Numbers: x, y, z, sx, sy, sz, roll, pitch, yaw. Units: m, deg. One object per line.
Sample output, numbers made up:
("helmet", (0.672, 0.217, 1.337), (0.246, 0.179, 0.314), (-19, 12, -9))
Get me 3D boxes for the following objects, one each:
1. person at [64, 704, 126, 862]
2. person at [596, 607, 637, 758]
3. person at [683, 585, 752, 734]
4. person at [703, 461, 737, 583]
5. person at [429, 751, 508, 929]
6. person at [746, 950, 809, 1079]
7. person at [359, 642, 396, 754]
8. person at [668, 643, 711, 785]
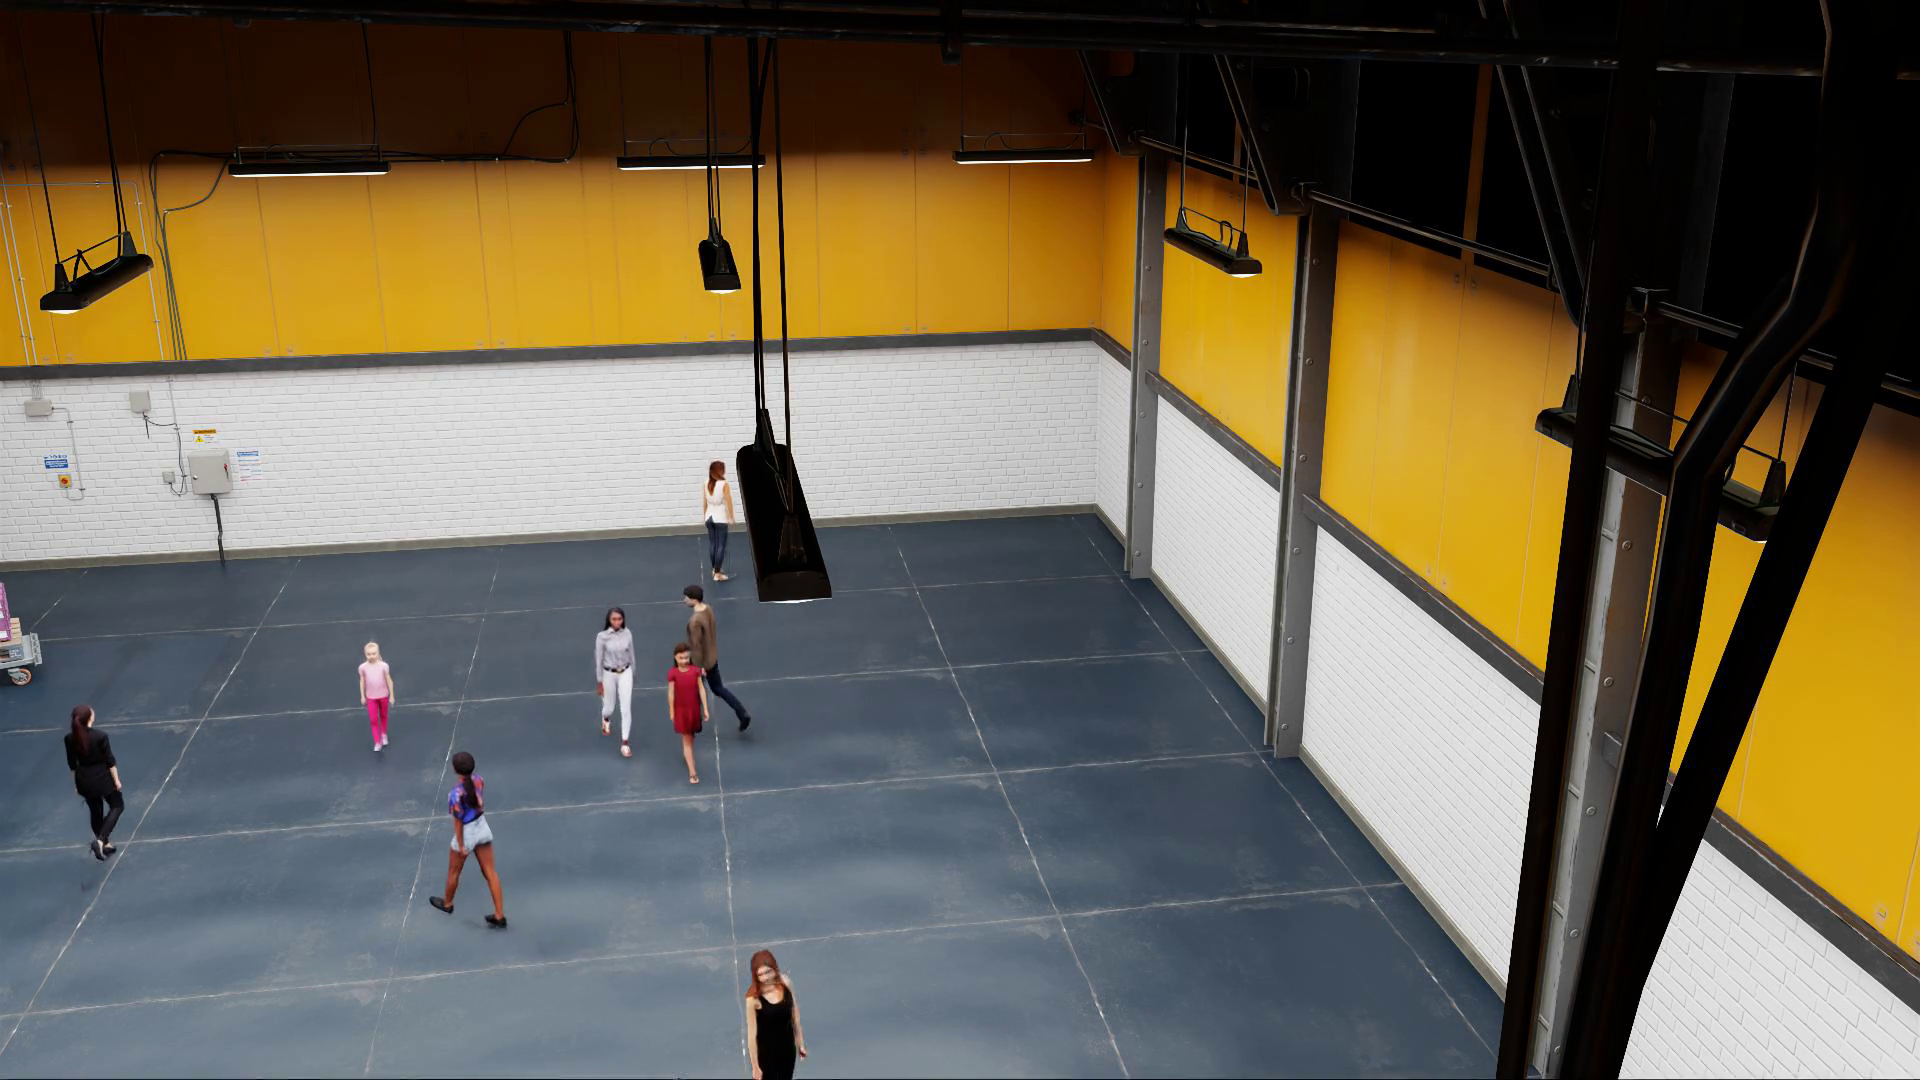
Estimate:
("person", (-8.439, 2.411, 16.178), (0.711, 1.648, 0.839), (1, 19, 3))
("person", (-3.873, 1.548, 18.644), (0.764, 1.711, 0.980), (-9, 21, -25))
("person", (-2.832, 1.388, 18.898), (1.015, 1.851, 1.173), (6, 20, 18))
("person", (-3.493, -0.281, 23.971), (0.845, 1.776, 0.910), (6, 20, 18))
("person", (-4.357, 2.744, 15.101), (1.086, 1.704, 1.056), (12, 22, 31))
("person", (-1.346, 3.725, 12.169), (0.724, 1.716, 0.686), (12, 22, 31))
("person", (-6.589, 1.737, 18.802), (0.604, 1.251, 0.860), (-7, 20, -20))
("person", (-2.980, 1.820, 18.142), (0.720, 1.515, 1.092), (-8, 20, -22))
